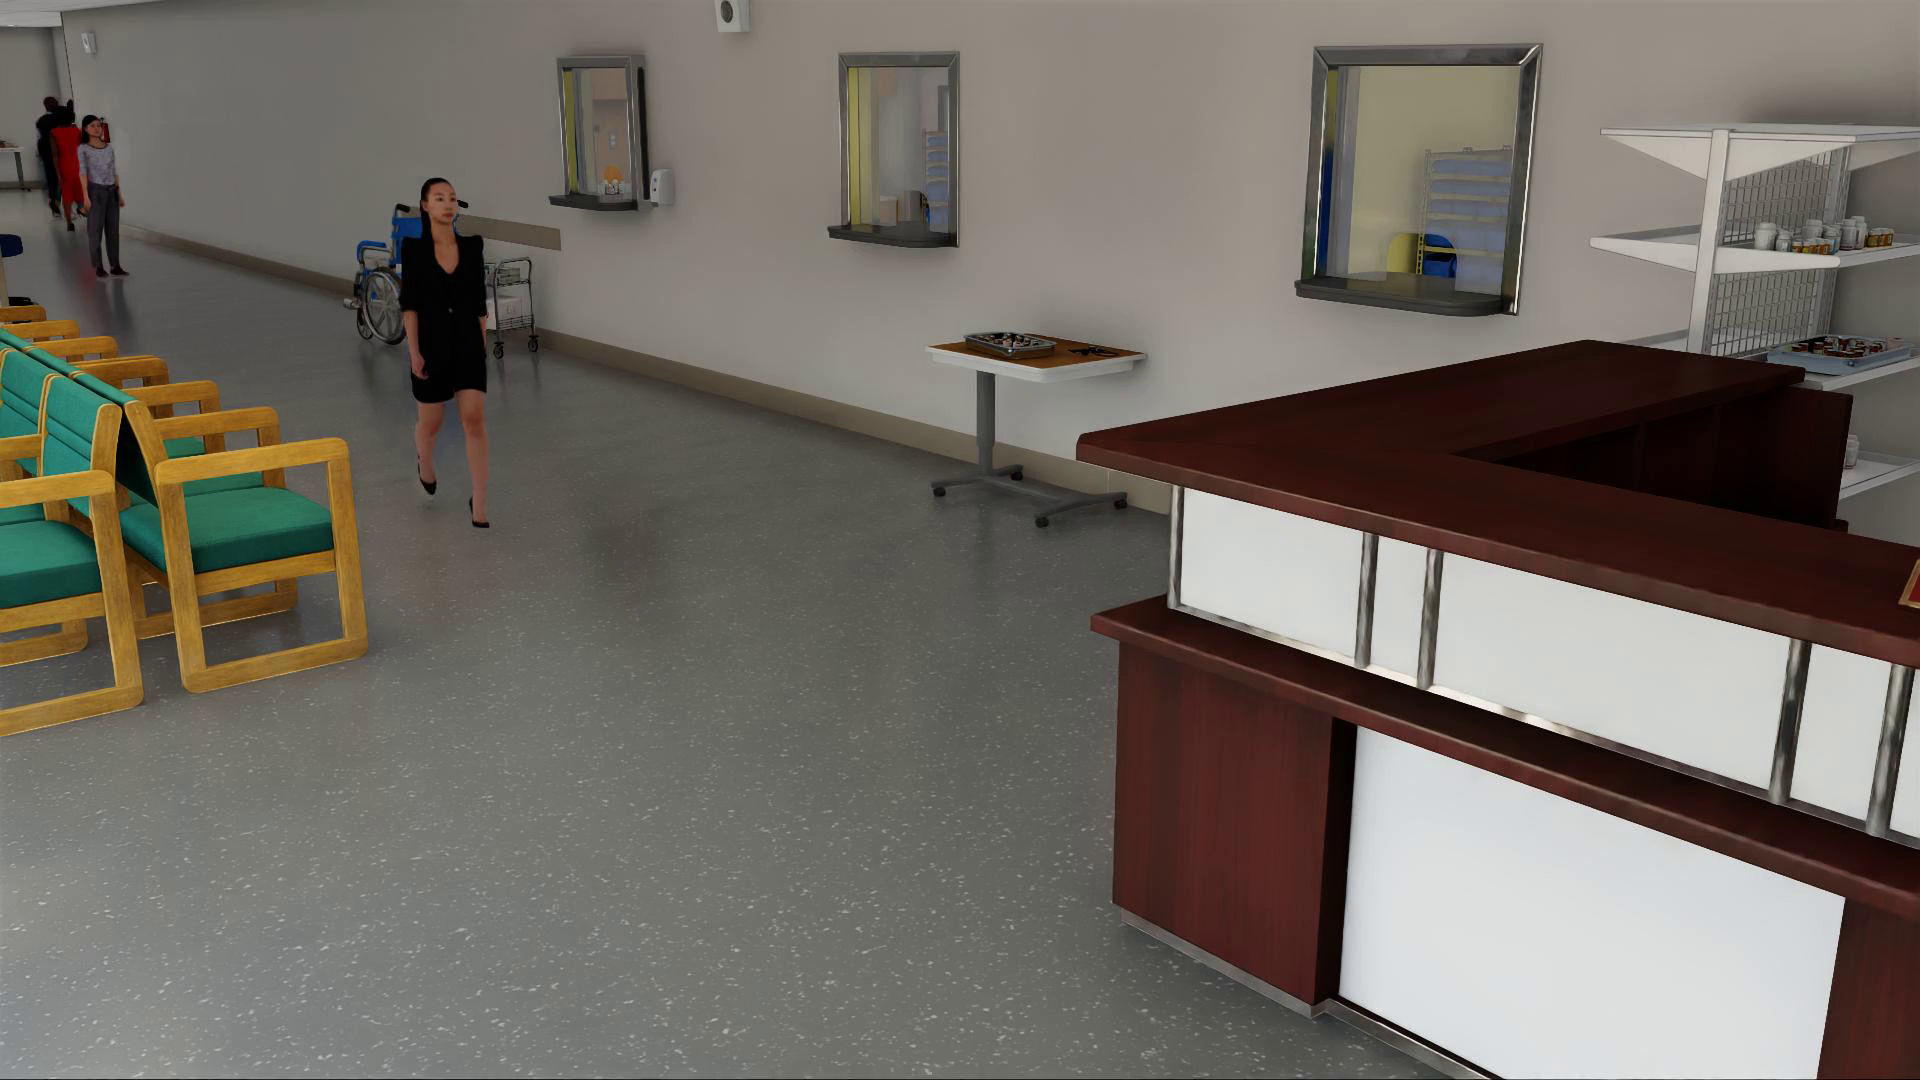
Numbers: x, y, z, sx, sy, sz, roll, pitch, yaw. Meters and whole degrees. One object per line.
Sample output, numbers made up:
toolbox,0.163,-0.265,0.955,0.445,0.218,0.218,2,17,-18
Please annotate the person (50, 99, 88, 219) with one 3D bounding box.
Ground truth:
person,-13.430,-5.711,25.056,0.893,1.750,0.656,-11,19,-34

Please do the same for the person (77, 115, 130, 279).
person,-9.310,-3.722,18.034,0.732,1.733,0.582,9,18,30

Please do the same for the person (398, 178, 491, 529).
person,-2.540,-0.892,8.120,0.985,1.666,0.757,-9,18,-29

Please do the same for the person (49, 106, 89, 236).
person,-11.818,-4.882,22.216,1.039,1.695,0.646,-13,20,-39

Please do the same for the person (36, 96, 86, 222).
person,-13.589,-5.730,24.994,0.784,1.821,0.818,1,16,3
